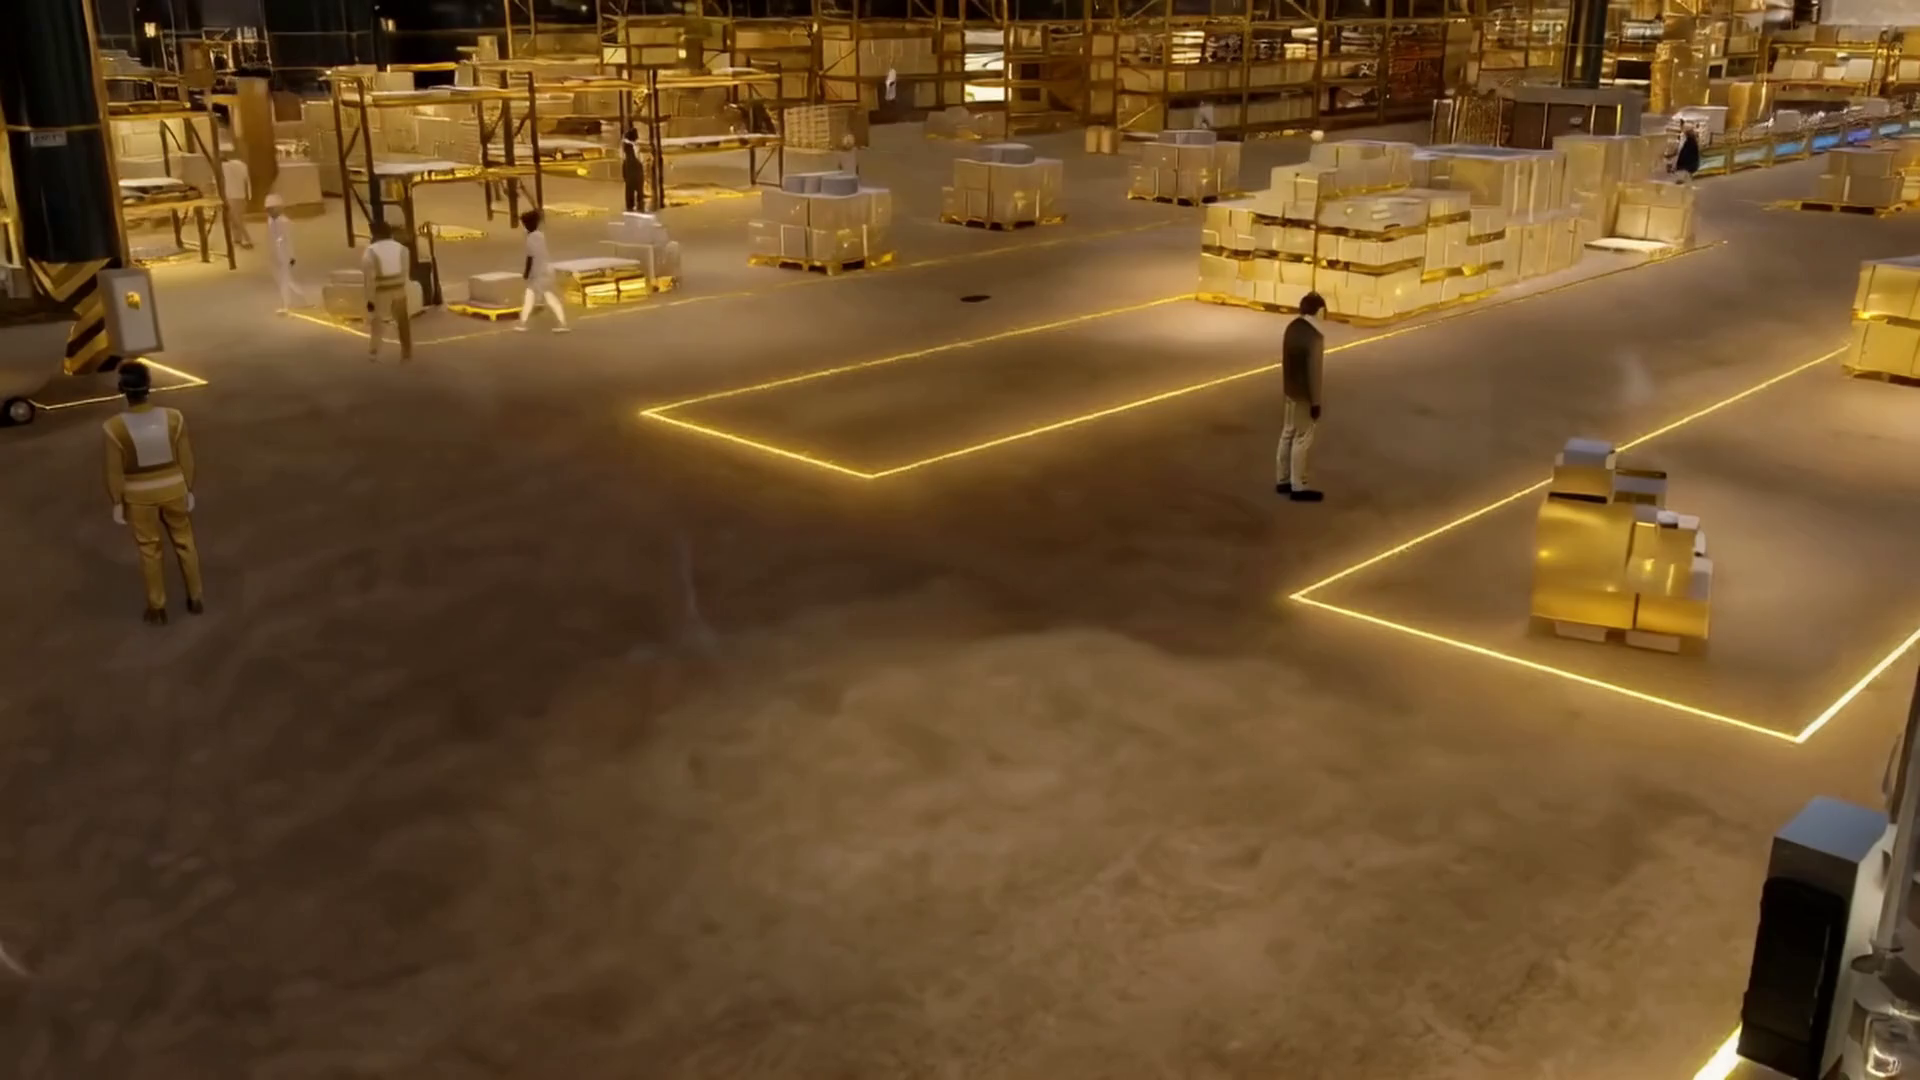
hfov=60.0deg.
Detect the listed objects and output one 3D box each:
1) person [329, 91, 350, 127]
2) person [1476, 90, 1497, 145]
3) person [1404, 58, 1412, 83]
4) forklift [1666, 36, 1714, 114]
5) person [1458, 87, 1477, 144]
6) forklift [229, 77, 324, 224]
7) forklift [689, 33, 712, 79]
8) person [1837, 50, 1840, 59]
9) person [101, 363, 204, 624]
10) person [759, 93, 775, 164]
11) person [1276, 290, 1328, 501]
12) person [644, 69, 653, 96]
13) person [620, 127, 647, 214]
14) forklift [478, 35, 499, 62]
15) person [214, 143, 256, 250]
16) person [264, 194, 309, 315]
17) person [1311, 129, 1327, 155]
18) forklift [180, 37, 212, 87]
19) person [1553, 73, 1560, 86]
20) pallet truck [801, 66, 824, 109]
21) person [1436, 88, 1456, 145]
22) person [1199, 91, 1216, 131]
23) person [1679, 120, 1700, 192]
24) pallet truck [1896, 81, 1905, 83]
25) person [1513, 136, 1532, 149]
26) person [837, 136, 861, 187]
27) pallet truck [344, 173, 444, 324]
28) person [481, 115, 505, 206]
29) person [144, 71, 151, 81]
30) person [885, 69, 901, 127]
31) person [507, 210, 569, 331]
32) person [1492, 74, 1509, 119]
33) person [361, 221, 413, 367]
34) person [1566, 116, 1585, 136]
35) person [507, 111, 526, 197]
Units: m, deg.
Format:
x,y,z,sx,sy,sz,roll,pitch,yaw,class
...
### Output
x,y,z,sx,sy,sz,roll,pitch,yaw,class
-16.813,-11.205,45.075,0.638,1.909,0.916,-13,22,-33,person
15.761,-12.595,49.650,0.855,1.649,0.526,-16,24,-39,person
21.160,-22.170,78.532,0.315,1.630,0.517,15,24,39,person
27.341,-17.291,61.877,1.129,2.768,1.873,17,25,41,forklift
15.260,-12.745,50.024,0.541,1.698,0.315,6,19,16,person
-14.133,-7.919,33.642,1.873,2.768,1.129,-16,24,-40,forklift
-10.322,-18.852,66.579,1.873,2.768,1.129,17,25,41,forklift
41.177,-22.275,78.303,0.414,1.985,0.610,12,22,33,person
-5.942,-0.341,12.264,0.602,1.949,0.391,-17,25,-41,person
-5.187,-11.029,44.592,0.309,1.868,0.534,6,19,18,person
3.142,-1.325,15.248,0.350,1.936,0.635,-4,19,-13,person
-11.583,-16.816,62.395,0.542,1.623,0.375,1,18,4,person
-6.669,-7.517,34.049,0.505,1.845,0.346,1,18,3,person
-17.765,-17.698,63.104,1.129,2.768,1.873,17,25,41,forklift
-13.098,-6.198,30.032,0.989,1.880,0.601,12,22,32,person
-9.766,-4.153,24.109,0.488,1.728,0.593,11,22,31,person
7.158,-7.096,32.679,0.671,1.920,0.719,-16,24,-40,person
-27.997,-17.065,61.195,1.873,2.768,1.129,17,25,41,forklift
20.467,-15.100,56.853,0.654,1.876,0.882,-13,22,-34,person
-4.812,-15.182,56.903,0.823,1.965,1.885,-9,21,-26,pallet truck
13.905,-11.982,47.551,0.586,1.816,0.737,14,23,36,person
6.678,-10.948,44.254,0.908,1.917,0.609,12,22,32,person
14.776,-7.519,33.814,0.372,1.997,0.611,6,19,18,person
34.802,-16.331,61.455,0.653,1.274,1.630,17,25,41,pallet truck
10.076,-6.218,29.826,0.679,2.000,0.696,15,24,38,person
-2.176,-6.943,32.384,1.000,1.812,0.533,14,23,36,person
-8.209,-4.181,23.757,0.823,1.965,1.885,3,19,9,pallet truck
-10.176,-8.223,36.061,0.391,1.918,0.590,-8,20,-22,person
-26.756,-14.525,55.016,0.545,1.938,0.355,-8,20,-22,person
-2.305,-15.046,56.653,0.435,1.904,0.590,-15,24,-38,person
-5.806,-3.683,22.800,0.865,1.651,0.545,-1,18,-4,person
19.445,-16.016,60.047,0.519,1.581,0.860,-17,25,-41,person
-7.170,-3.077,20.747,0.655,1.790,0.945,-17,25,-42,person
14.108,-8.804,38.099,0.526,1.745,0.731,-7,20,-20,person
-10.062,-8.747,37.694,0.361,1.882,0.575,-2,18,-5,person
